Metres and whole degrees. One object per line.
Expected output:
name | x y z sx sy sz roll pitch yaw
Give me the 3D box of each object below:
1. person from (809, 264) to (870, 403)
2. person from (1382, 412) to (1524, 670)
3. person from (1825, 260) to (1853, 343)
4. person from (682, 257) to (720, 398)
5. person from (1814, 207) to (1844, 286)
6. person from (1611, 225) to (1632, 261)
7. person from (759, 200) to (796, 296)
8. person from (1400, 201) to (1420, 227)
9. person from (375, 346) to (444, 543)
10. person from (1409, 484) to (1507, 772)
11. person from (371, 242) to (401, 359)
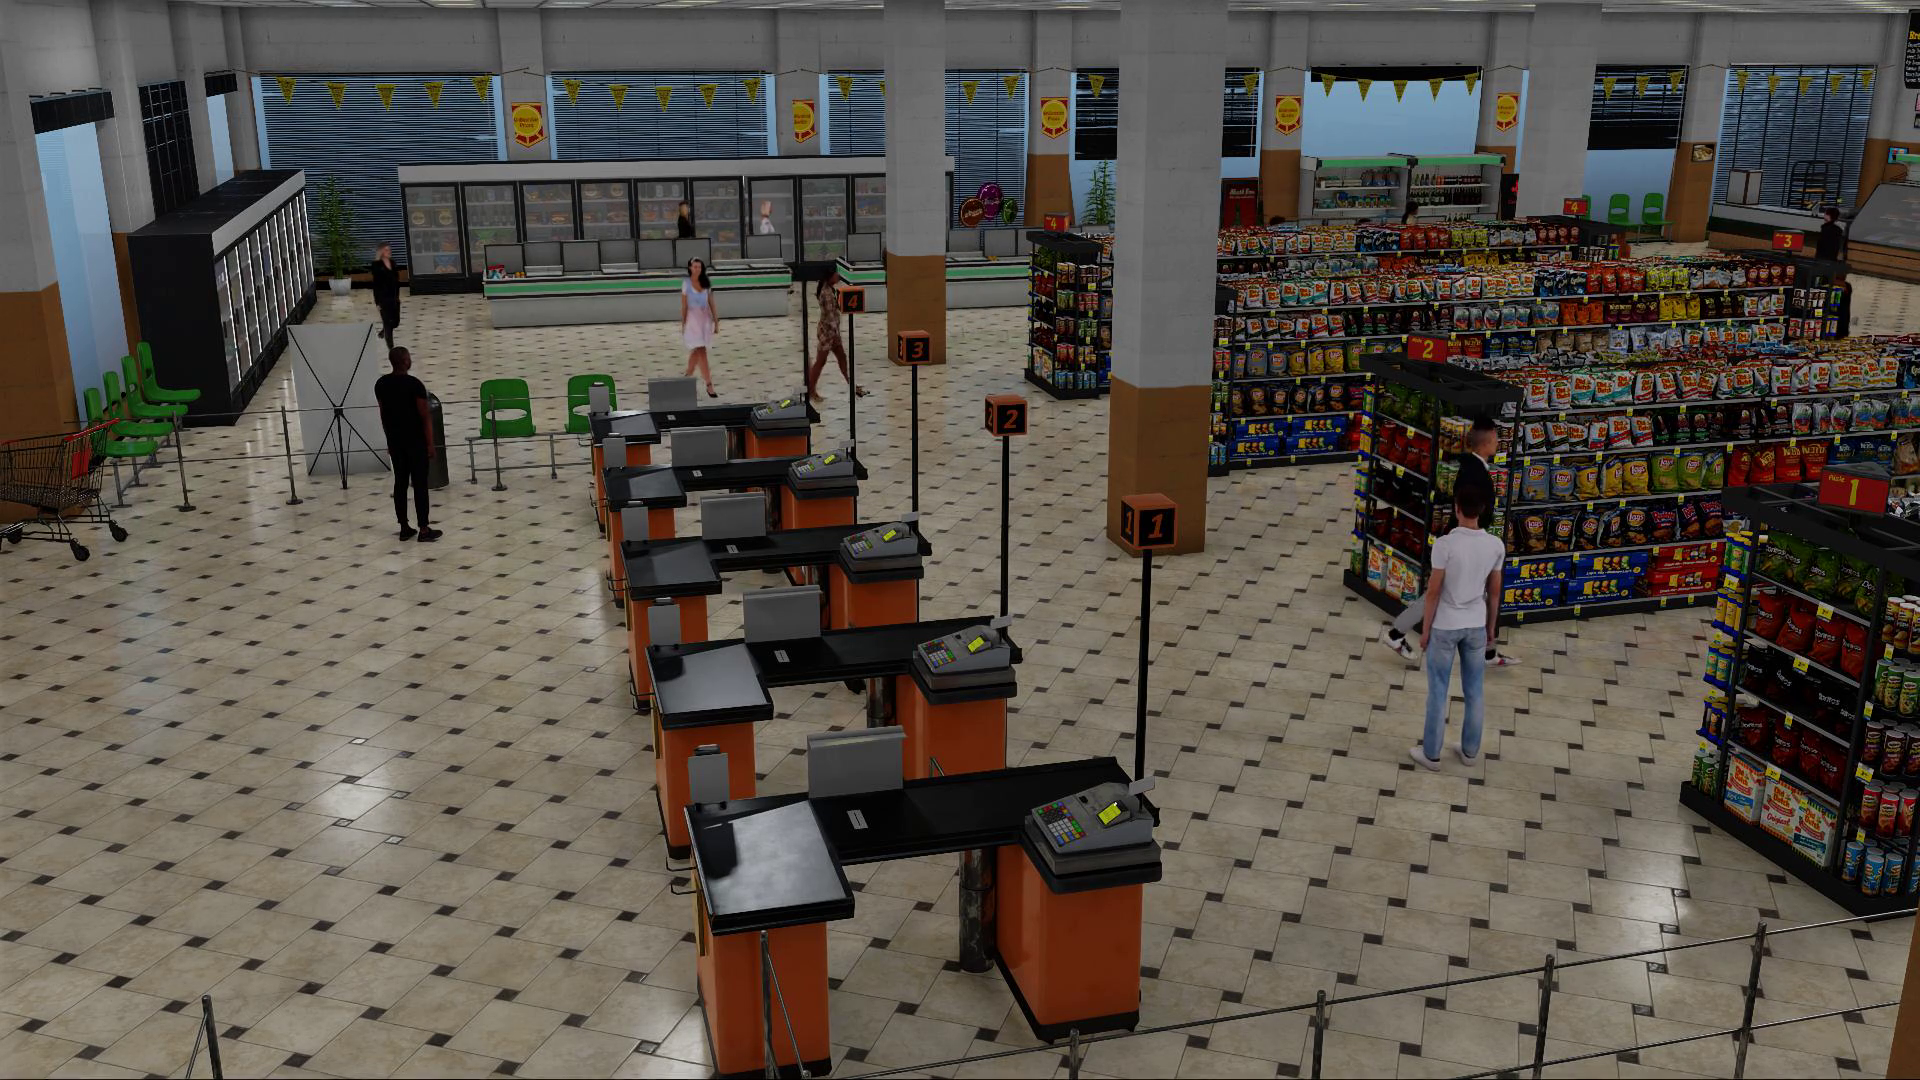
person | -1.756 -2.569 21.006 1.110 1.751 0.829 1 17 3
person | 3.580 0.031 12.156 1.390 1.917 1.212 5 18 15
person | 11.131 -2.689 21.342 0.750 1.786 0.752 -7 18 -21
person | -3.426 -2.743 21.557 1.183 1.764 0.955 -11 20 -32
person | 14.287 -4.529 27.330 0.808 1.827 0.915 -14 22 -38
person | 10.251 -4.073 26.009 0.615 1.722 0.649 -8 19 -24
person | -3.516 -5.112 29.468 1.067 1.700 0.629 -6 18 -18
person | 7.757 -4.968 28.834 0.571 1.793 0.614 -7 18 -23
person | -5.101 -0.887 15.349 0.683 1.820 0.809 4 17 14
person | 3.163 0.558 10.538 0.461 1.851 0.707 -4 17 -12
person | -8.371 -3.458 24.080 0.962 1.666 0.904 10 19 29
